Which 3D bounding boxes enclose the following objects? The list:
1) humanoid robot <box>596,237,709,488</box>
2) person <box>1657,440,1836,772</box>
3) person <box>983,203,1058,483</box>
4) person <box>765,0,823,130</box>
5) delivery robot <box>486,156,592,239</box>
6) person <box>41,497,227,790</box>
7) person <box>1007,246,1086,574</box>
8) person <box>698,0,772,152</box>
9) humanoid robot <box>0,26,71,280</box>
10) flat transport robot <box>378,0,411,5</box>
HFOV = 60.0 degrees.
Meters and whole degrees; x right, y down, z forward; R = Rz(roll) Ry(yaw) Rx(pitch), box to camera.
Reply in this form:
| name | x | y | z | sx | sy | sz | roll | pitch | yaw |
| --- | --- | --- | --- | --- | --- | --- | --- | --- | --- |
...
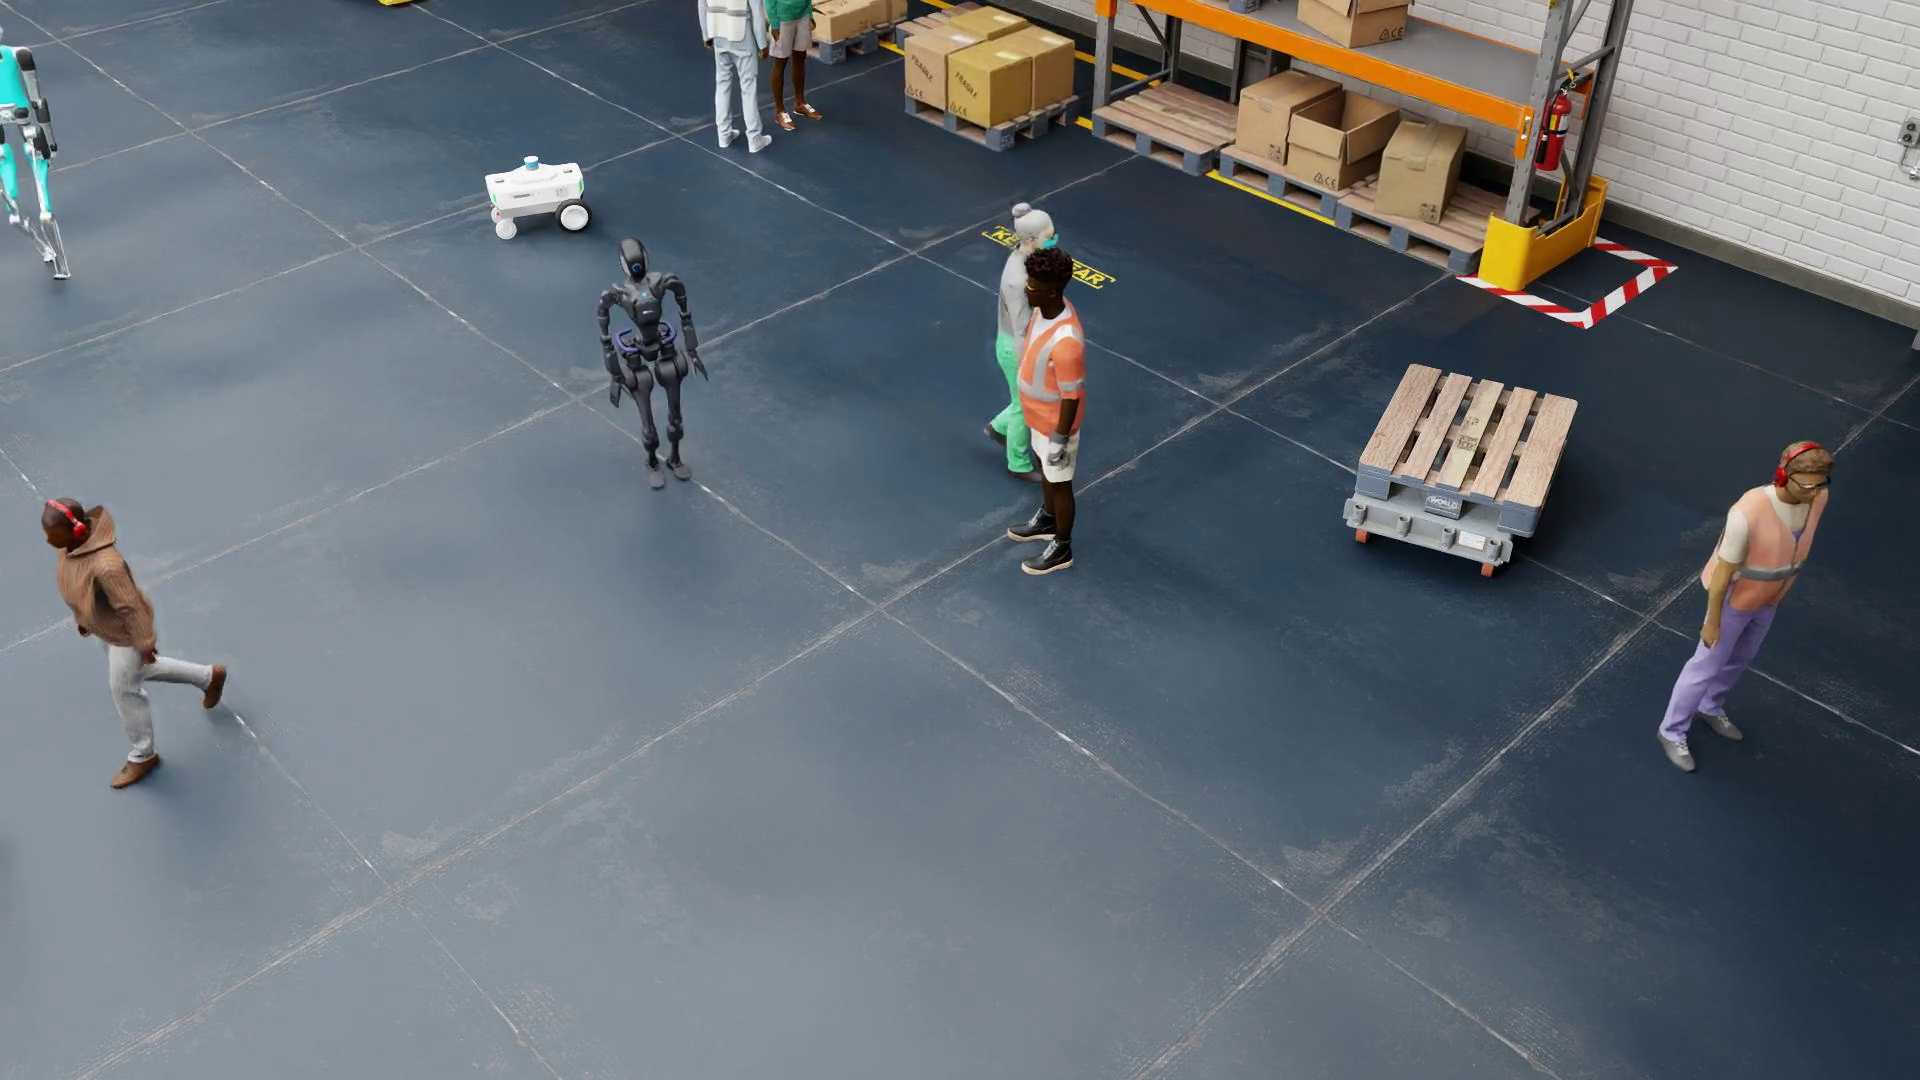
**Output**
| name | x | y | z | sx | sy | sz | roll | pitch | yaw |
| --- | --- | --- | --- | --- | --- | --- | --- | --- | --- |
| humanoid robot | -1.792 | -1.048 | 9.754 | 0.602 | 1.645 | 0.332 | -18 | 40 | -22 |
| person | 3.708 | 0.275 | 7.871 | 0.592 | 1.834 | 0.392 | -17 | 40 | -21 |
| person | 0.400 | -1.131 | 9.738 | 0.432 | 1.829 | 0.529 | 9 | 38 | 11 |
| person | -1.449 | -4.444 | 14.105 | 0.396 | 1.851 | 0.494 | 30 | 46 | 33 |
| delivery robot | -3.244 | -2.657 | 12.825 | 0.813 | 0.609 | 0.499 | -12 | 39 | -16 |
| person | -3.930 | 0.393 | 7.882 | 0.482 | 1.620 | 0.683 | 27 | 44 | 31 |
| person | 0.490 | -0.693 | 9.045 | 0.369 | 1.965 | 0.606 | -6 | 37 | -7 |
| person | -1.866 | -4.131 | 13.645 | 0.596 | 1.909 | 0.384 | 15 | 40 | 19 |
| humanoid robot | -6.763 | -2.686 | 11.951 | 0.546 | 1.883 | 0.814 | -12 | 39 | -15 |
| flat transport robot | -5.952 | -5.910 | 17.358 | 0.659 | 0.231 | 1.431 | -25 | 44 | -29 |
